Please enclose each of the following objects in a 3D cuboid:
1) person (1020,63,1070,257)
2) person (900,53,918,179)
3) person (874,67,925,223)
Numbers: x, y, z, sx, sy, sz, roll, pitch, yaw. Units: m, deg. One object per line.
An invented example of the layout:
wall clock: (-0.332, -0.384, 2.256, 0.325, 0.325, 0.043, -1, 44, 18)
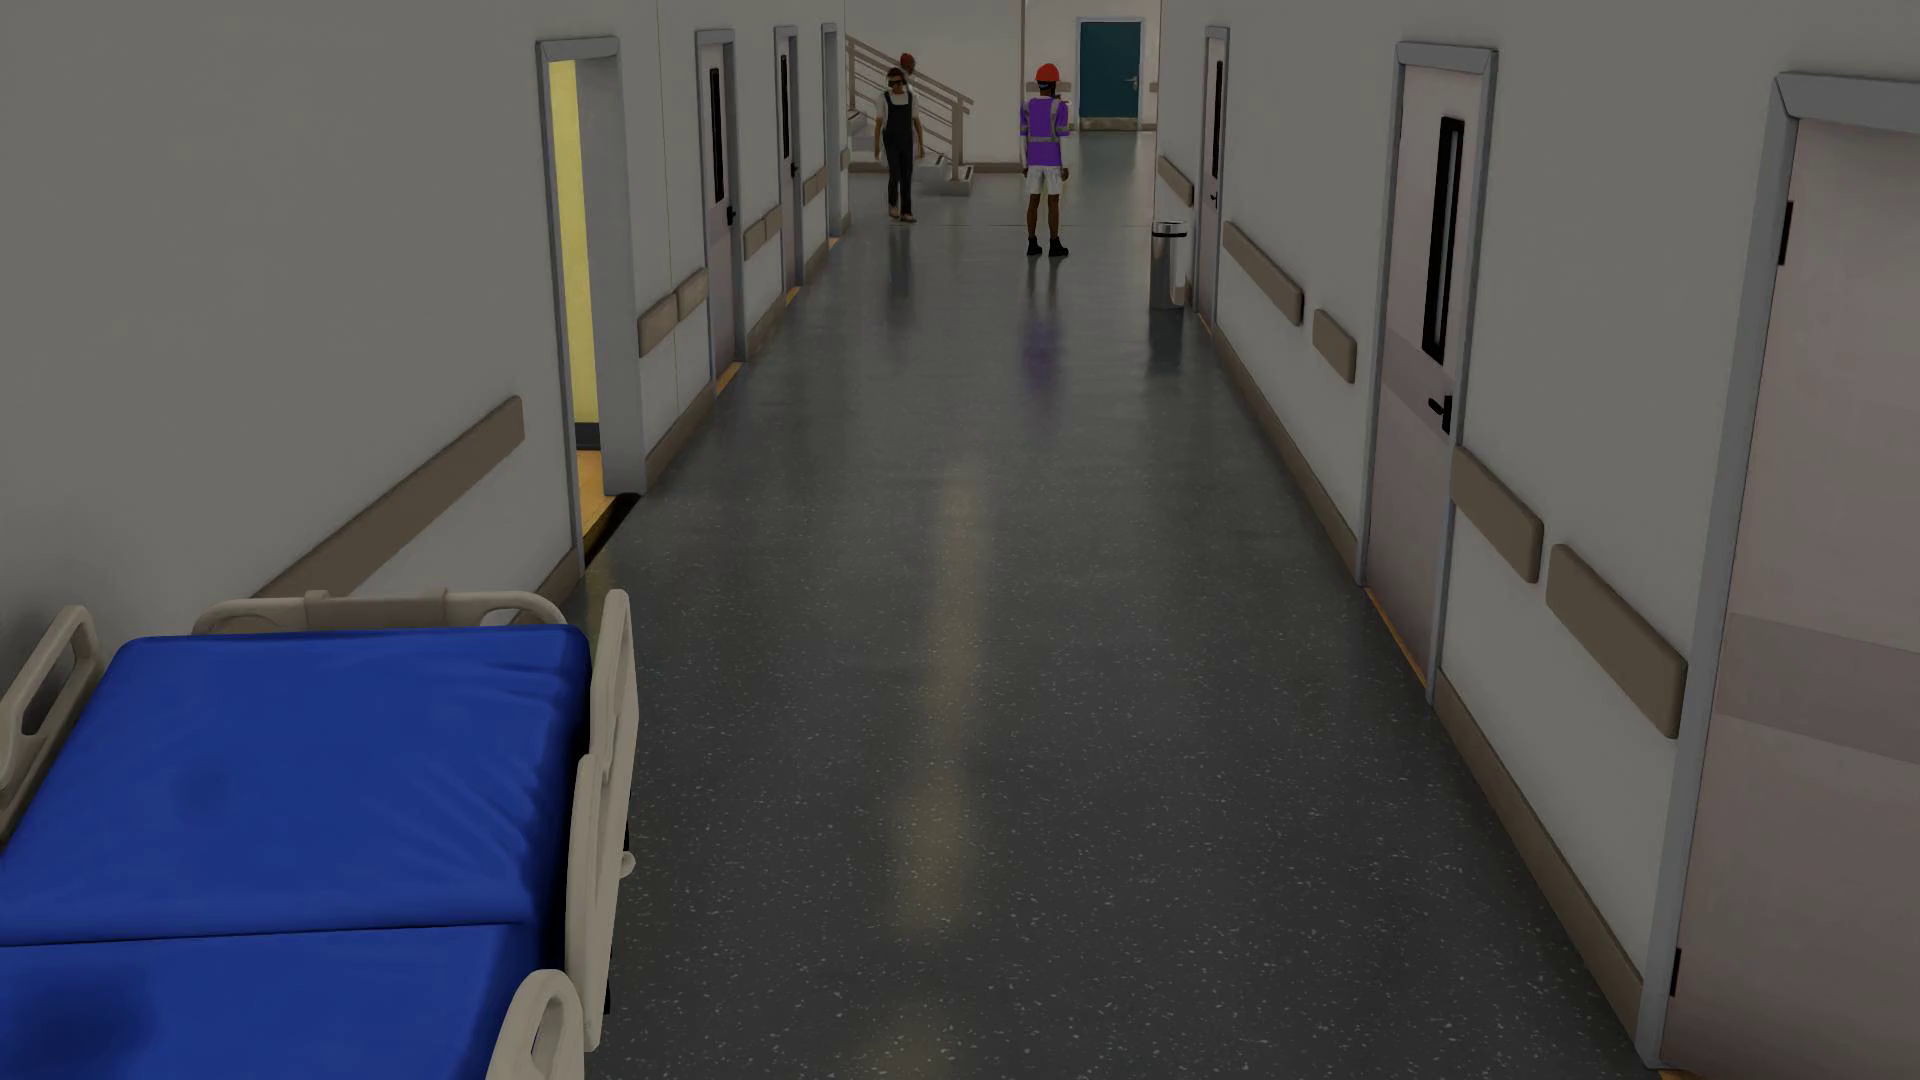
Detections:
person: (0.883, -3.897, 17.107, 0.542, 1.939, 0.359, 10, 20, 27)
person: (-0.834, -6.357, 24.971, 0.471, 1.861, 0.626, 8, 19, 24)
person: (-0.710, -4.677, 19.754, 0.618, 1.817, 0.419, -7, 19, -21)
